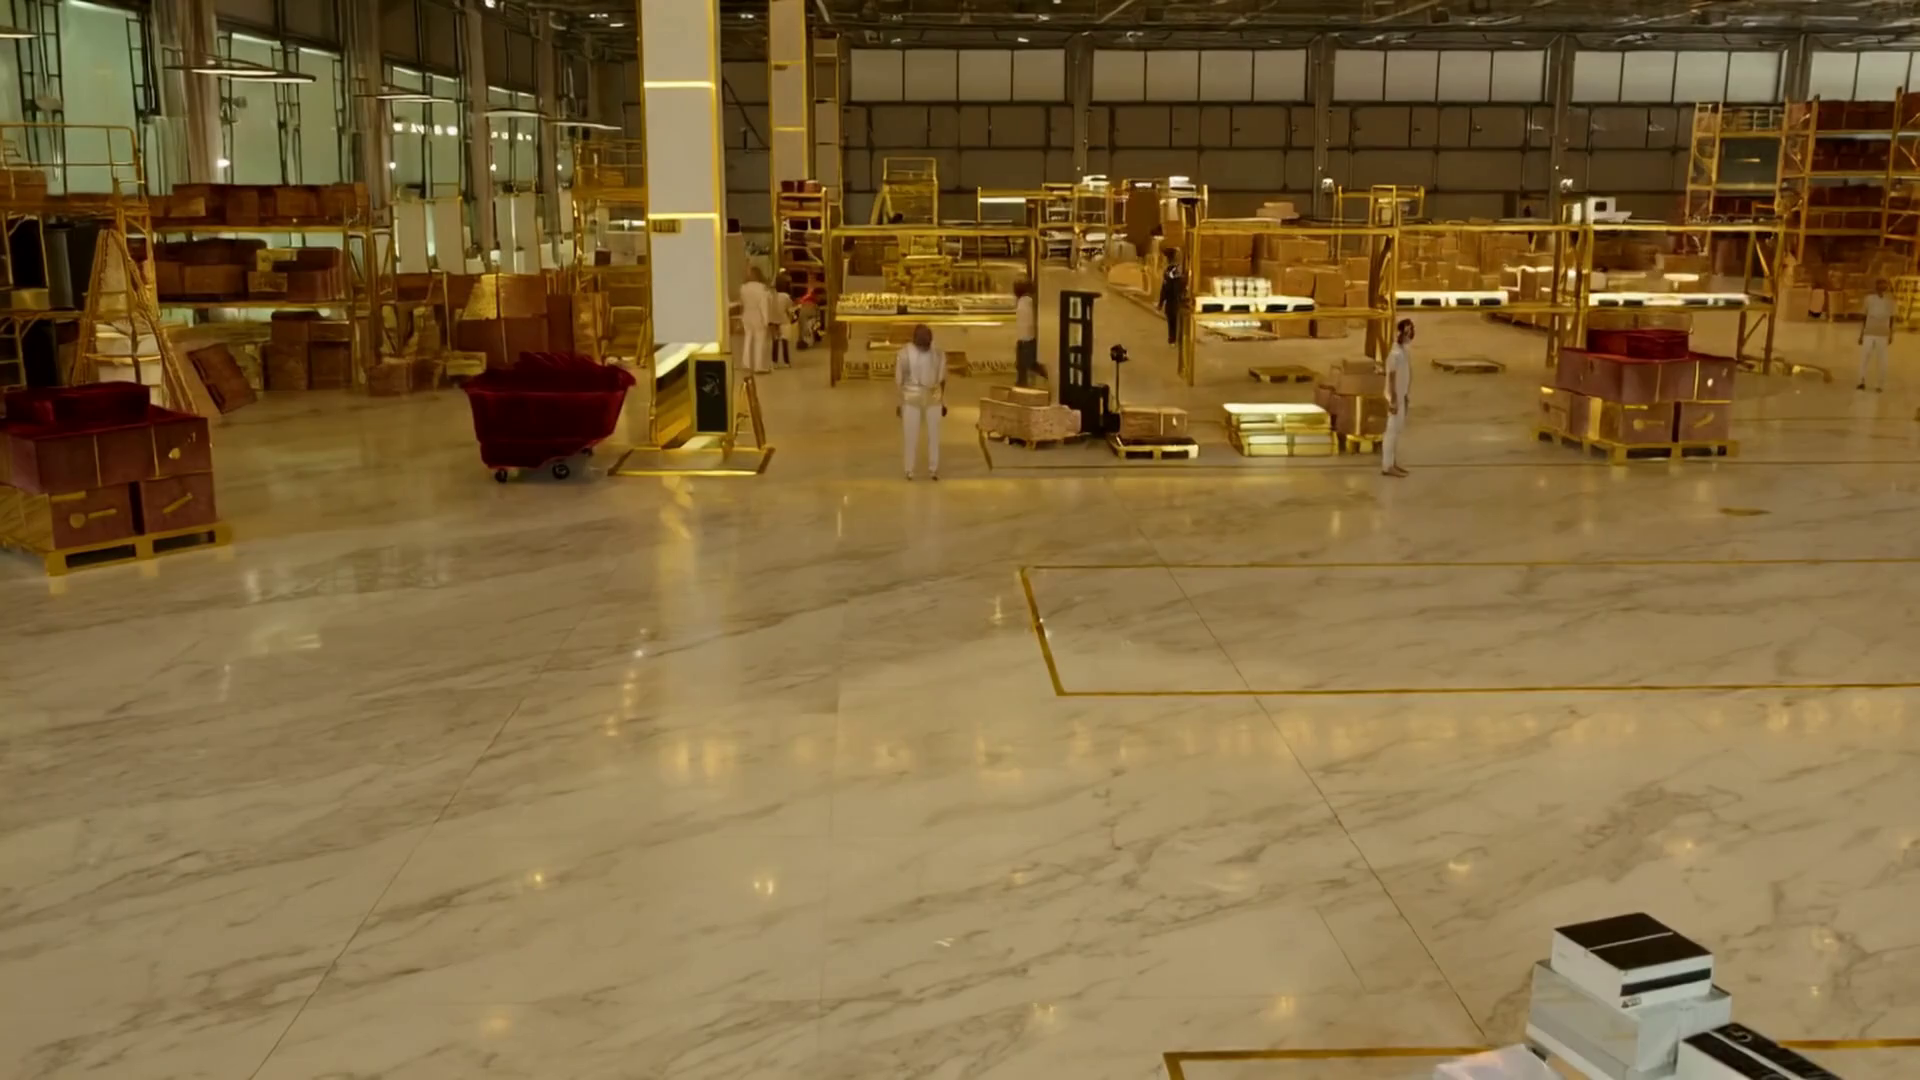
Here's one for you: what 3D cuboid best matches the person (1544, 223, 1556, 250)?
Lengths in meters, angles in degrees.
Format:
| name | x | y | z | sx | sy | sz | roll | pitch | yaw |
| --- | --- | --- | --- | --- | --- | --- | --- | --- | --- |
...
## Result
| name | x | y | z | sx | sy | sz | roll | pitch | yaw |
| --- | --- | --- | --- | --- | --- | --- | --- | --- | --- |
| person | 18.965 | -9.154 | 53.212 | 0.574 | 1.925 | 0.445 | 4 | 13 | 16 |

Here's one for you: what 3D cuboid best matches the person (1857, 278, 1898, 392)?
| name | x | y | z | sx | sy | sz | roll | pitch | yaw |
| --- | --- | --- | --- | --- | --- | --- | --- | --- | --- |
| person | 15.010 | -3.361 | 27.228 | 0.334 | 1.860 | 0.510 | -12 | 17 | -43 |

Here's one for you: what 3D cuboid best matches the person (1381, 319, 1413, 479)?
| name | x | y | z | sx | sy | sz | roll | pitch | yaw |
| --- | --- | --- | --- | --- | --- | --- | --- | --- | --- |
| person | 5.151 | -1.660 | 19.518 | 0.329 | 1.872 | 0.508 | 6 | 14 | 26 |

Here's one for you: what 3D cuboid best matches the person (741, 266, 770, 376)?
| name | x | y | z | sx | sy | sz | roll | pitch | yaw |
| --- | --- | --- | --- | --- | --- | --- | --- | --- | --- |
| person | -3.598 | -3.845 | 29.288 | 0.442 | 1.920 | 0.635 | -12 | 17 | -44 |

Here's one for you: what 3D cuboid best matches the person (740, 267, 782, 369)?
| name | x | y | z | sx | sy | sz | roll | pitch | yaw |
| --- | --- | --- | --- | --- | --- | --- | --- | --- | --- |
| person | -3.623 | -3.998 | 30.122 | 0.643 | 1.854 | 1.014 | 11 | 17 | 42 |

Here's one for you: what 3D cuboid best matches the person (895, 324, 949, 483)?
| name | x | y | z | sx | sy | sz | roll | pitch | yaw |
| --- | --- | --- | --- | --- | --- | --- | --- | --- | --- |
| person | -0.432 | -1.573 | 19.195 | 0.634 | 1.839 | 0.429 | -2 | 13 | -10 |

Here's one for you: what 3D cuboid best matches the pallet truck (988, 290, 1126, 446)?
| name | x | y | z | sx | sy | sz | roll | pitch | yaw |
| --- | --- | --- | --- | --- | --- | --- | --- | --- | --- |
| pallet truck | 1.257 | -2.299 | 22.111 | 1.885 | 1.965 | 0.823 | -9 | 15 | -35 |

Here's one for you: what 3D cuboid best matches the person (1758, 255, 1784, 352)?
| name | x | y | z | sx | sy | sz | roll | pitch | yaw |
| --- | --- | --- | --- | --- | --- | --- | --- | --- | --- |
| person | 16.263 | -4.754 | 33.336 | 0.373 | 1.937 | 0.629 | 4 | 13 | 16 |

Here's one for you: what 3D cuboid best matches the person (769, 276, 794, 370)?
| name | x | y | z | sx | sy | sz | roll | pitch | yaw |
| --- | --- | --- | --- | --- | --- | --- | --- | --- | --- |
| person | -3.268 | -3.927 | 30.138 | 0.540 | 1.697 | 0.318 | 8 | 15 | 32 |

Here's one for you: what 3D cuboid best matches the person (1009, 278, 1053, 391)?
| name | x | y | z | sx | sy | sz | roll | pitch | yaw |
| --- | --- | --- | --- | --- | --- | --- | --- | --- | --- |
| person | 1.112 | -3.279 | 26.815 | 0.697 | 1.874 | 0.665 | 1 | 13 | 4 |

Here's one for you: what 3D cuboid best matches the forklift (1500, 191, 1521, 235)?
| name | x | y | z | sx | sy | sz | roll | pitch | yaw |
| --- | --- | --- | --- | --- | --- | --- | --- | --- | --- |
| forklift | 20.783 | -11.780 | 62.906 | 1.873 | 2.768 | 1.129 | 0 | 12 | -2 |

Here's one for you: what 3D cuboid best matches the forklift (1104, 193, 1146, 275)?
| name | x | y | z | sx | sy | sz | roll | pitch | yaw |
| --- | --- | --- | --- | --- | --- | --- | --- | --- | --- |
| forklift | 5.956 | -10.464 | 56.964 | 1.873 | 2.768 | 1.129 | -2 | 13 | -9 |

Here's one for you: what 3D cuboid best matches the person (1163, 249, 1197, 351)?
| name | x | y | z | sx | sy | sz | roll | pitch | yaw |
| --- | --- | --- | --- | --- | --- | --- | --- | --- | --- |
| person | 4.356 | -4.803 | 33.316 | 0.681 | 2.000 | 0.535 | 7 | 14 | 29 |

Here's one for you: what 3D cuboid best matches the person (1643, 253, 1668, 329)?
| name | x | y | z | sx | sy | sz | roll | pitch | yaw |
| --- | --- | --- | --- | --- | --- | --- | --- | --- | --- |
| person | 14.205 | -4.842 | 33.745 | 0.620 | 1.925 | 0.662 | -1 | 13 | -5 |

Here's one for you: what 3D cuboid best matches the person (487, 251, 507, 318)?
| name | x | y | z | sx | sy | sz | roll | pitch | yaw |
| --- | --- | --- | --- | --- | --- | --- | --- | --- | --- |
| person | -11.416 | -6.267 | 40.865 | 0.522 | 1.631 | 0.324 | 12 | 17 | 43 |

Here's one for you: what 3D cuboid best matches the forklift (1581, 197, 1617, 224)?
| name | x | y | z | sx | sy | sz | roll | pitch | yaw |
| --- | --- | --- | --- | --- | --- | --- | --- | --- | --- |
| forklift | 18.750 | -8.718 | 49.083 | 1.129 | 2.768 | 1.873 | -1 | 13 | -3 |
